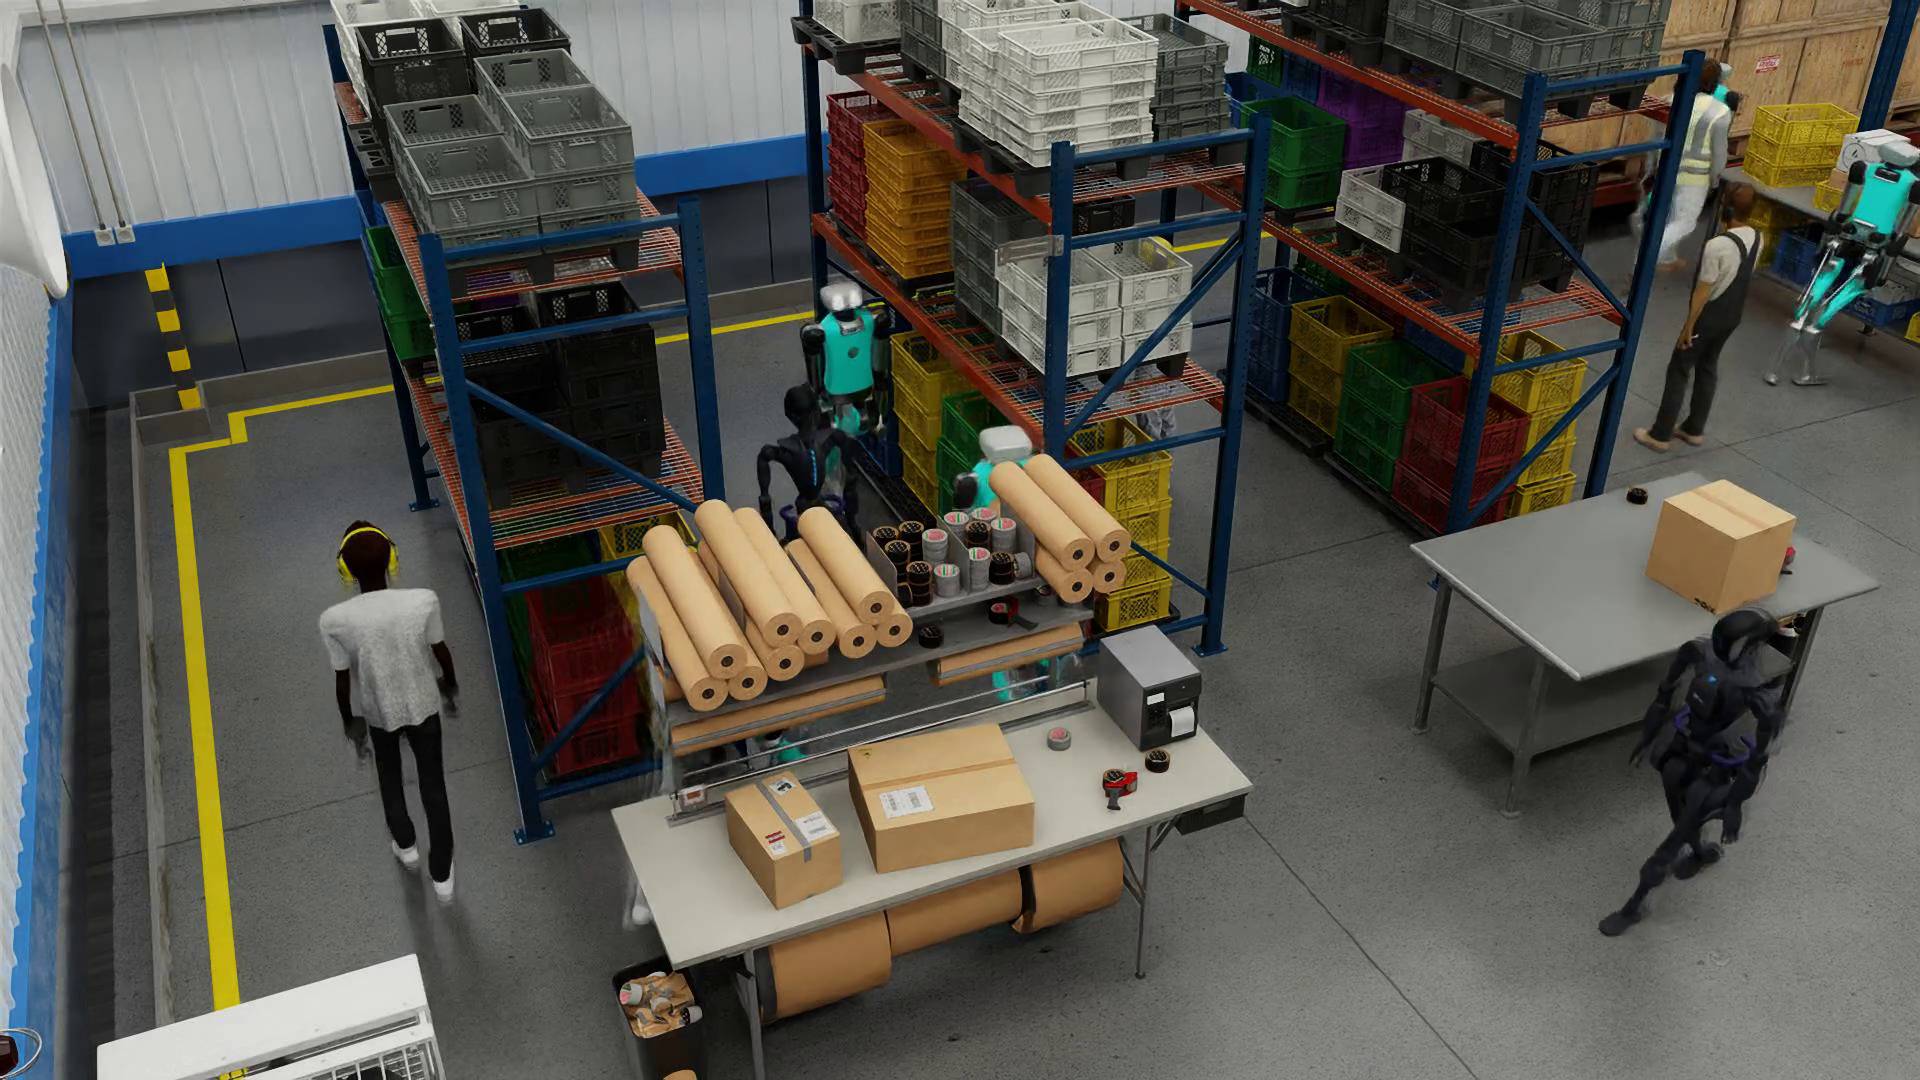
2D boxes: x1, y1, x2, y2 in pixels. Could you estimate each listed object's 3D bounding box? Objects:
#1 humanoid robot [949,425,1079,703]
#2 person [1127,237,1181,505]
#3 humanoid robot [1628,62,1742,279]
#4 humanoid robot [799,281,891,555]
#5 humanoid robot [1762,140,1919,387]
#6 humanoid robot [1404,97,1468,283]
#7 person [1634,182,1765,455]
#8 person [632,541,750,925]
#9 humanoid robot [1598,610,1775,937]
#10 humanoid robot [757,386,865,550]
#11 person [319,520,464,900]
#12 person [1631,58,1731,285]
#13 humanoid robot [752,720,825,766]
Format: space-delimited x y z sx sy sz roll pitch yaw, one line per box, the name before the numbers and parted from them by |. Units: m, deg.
humanoid robot | 0.309 0.399 8.012 0.538 1.868 0.751 -16 35 -25
person | 1.175 -1.032 10.237 0.299 1.744 0.483 17 36 26
humanoid robot | 5.675 -2.872 13.282 0.555 1.745 0.954 27 41 37
humanoid robot | -0.723 -0.756 9.783 0.551 1.738 0.968 -15 35 -23
humanoid robot | 6.100 -1.833 11.560 0.838 1.790 0.611 -24 39 -34
humanoid robot | 3.744 -2.635 12.931 0.705 1.631 0.601 -7 32 -11
person | 4.855 -1.431 10.798 0.533 1.835 0.389 -17 35 -25
person | -1.134 0.793 7.209 0.538 1.814 0.994 24 39 33
humanoid robot | 3.191 0.952 7.136 0.793 1.628 0.609 -14 34 -22
humanoid robot | -0.791 -0.063 8.768 0.590 1.625 0.758 -15 35 -23
person | -2.439 0.722 7.290 0.499 1.843 0.649 -10 33 -15
person | 5.719 -2.901 13.208 0.797 1.814 0.625 -16 35 -24
humanoid robot | -0.835 0.685 7.475 0.661 1.810 0.545 -27 41 -36
